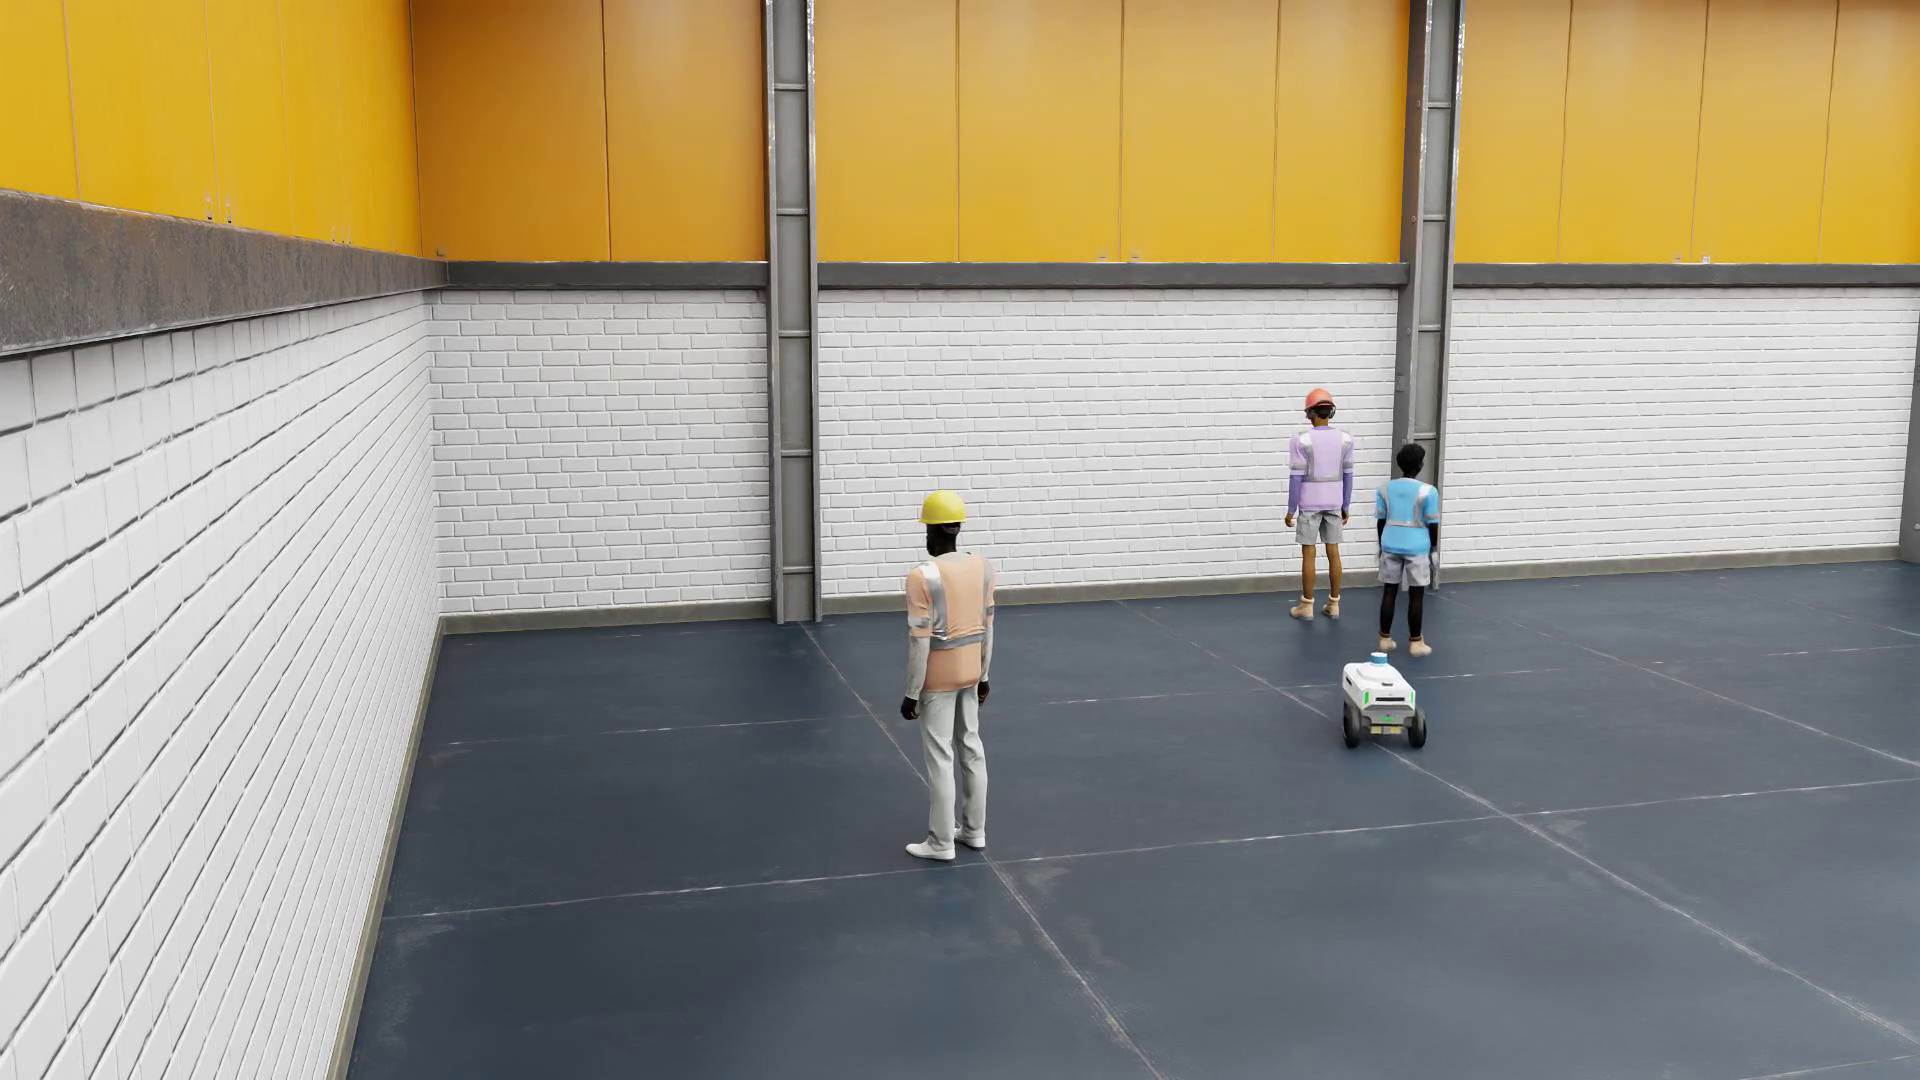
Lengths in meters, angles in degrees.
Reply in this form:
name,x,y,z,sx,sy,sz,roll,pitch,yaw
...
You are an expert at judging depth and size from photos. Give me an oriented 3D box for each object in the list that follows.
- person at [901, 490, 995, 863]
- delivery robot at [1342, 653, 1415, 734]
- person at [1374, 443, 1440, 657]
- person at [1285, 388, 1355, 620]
name,x,y,z,sx,sy,sz,roll,pitch,yaw
person,-0.078,0.699,8.609,0.378,1.925,0.594,9,13,44
delivery robot,2.725,0.979,10.843,0.477,0.478,0.707,0,9,2
person,3.549,0.078,13.202,0.539,1.695,0.317,8,12,40
person,3.135,-0.309,14.576,0.605,2.034,0.388,-2,9,-13
